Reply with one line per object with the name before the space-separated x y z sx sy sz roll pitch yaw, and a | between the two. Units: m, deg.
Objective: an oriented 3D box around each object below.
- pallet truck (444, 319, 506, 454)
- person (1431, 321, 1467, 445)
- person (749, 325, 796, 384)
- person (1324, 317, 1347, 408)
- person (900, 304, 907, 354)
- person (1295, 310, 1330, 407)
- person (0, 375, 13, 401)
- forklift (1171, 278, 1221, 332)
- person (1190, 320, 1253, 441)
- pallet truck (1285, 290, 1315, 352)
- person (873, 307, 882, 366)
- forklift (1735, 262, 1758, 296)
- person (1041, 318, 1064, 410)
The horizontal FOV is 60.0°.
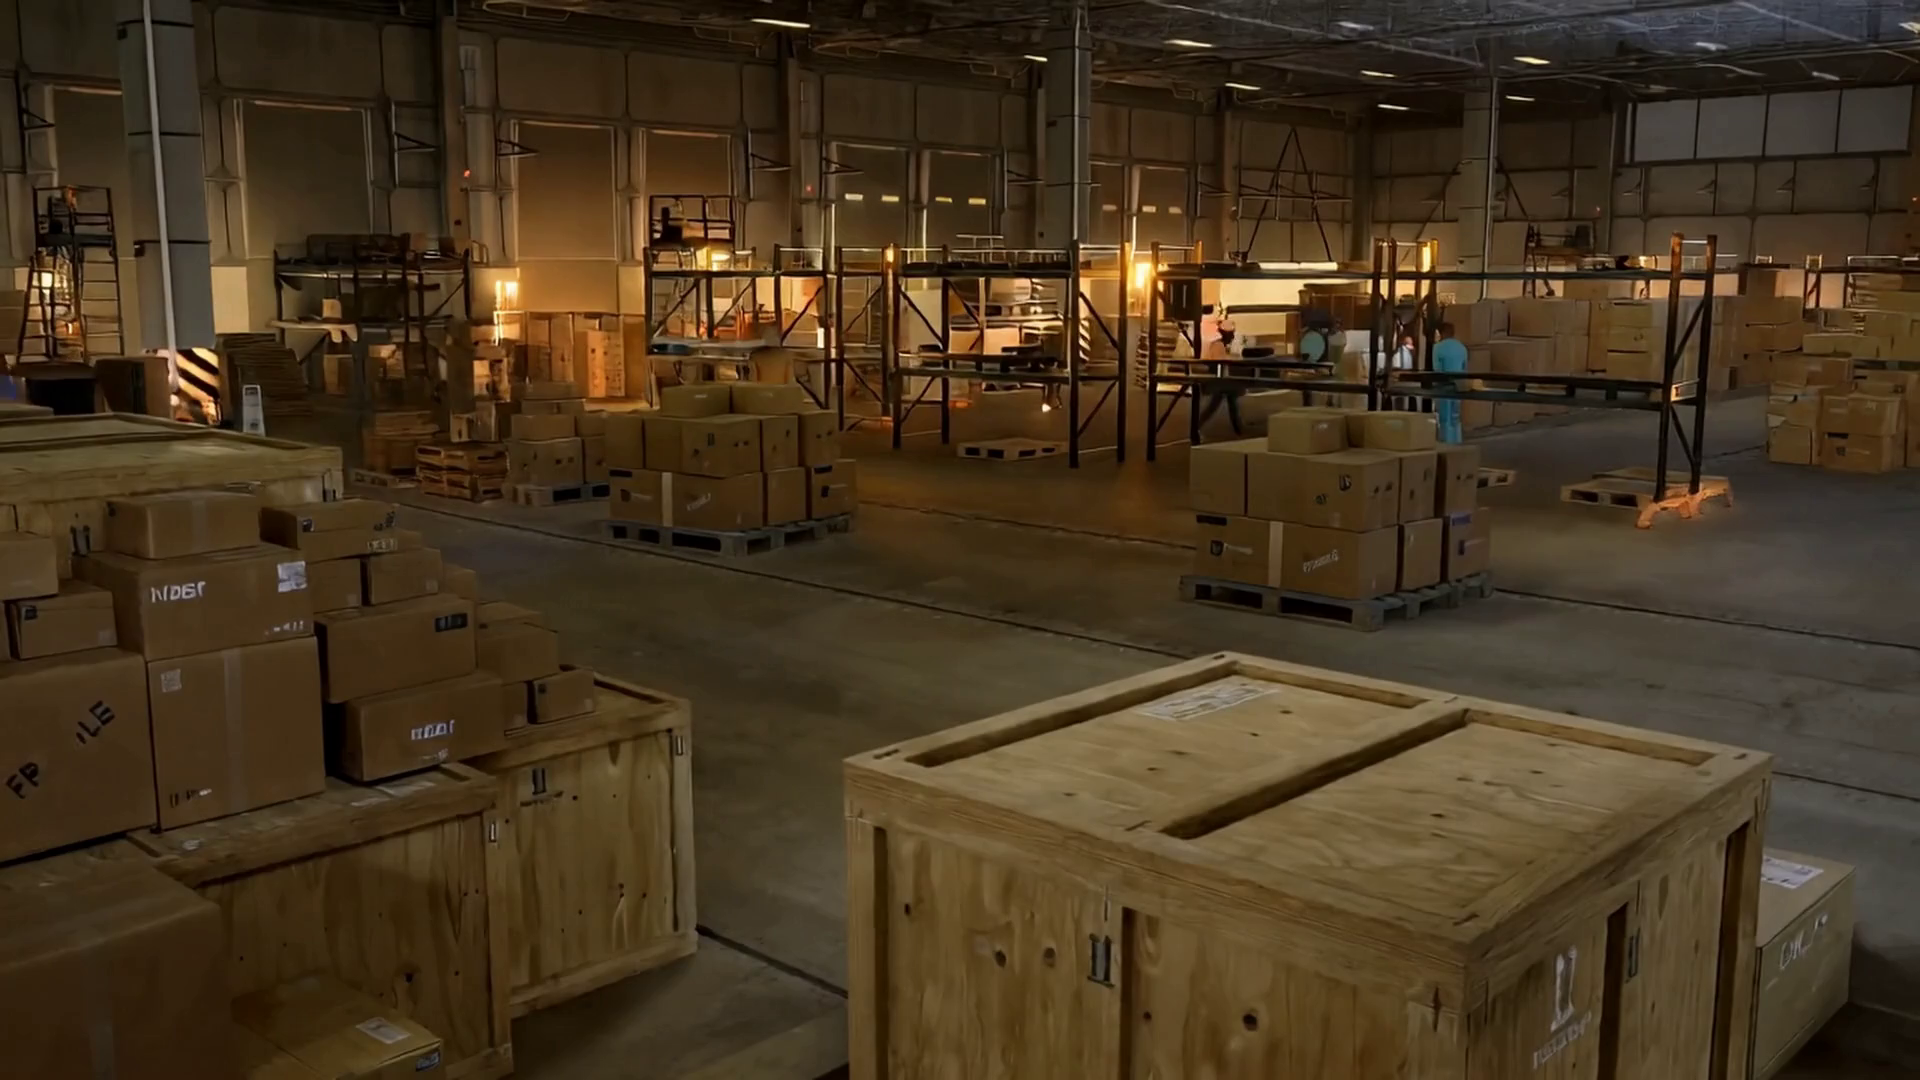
pallet truck | -6.981 -1.942 22.150 1.885 1.965 0.823 1 9 9
person | 6.775 -2.074 23.189 0.624 1.931 0.378 -5 11 -29
person | -2.500 -1.889 22.067 0.642 1.919 0.568 2 10 14
person | 5.732 -2.445 25.462 0.368 1.932 0.623 5 10 26
person | -1.282 -5.042 41.405 0.483 1.911 0.568 -7 12 -37
person | 5.752 -2.719 26.786 0.735 2.000 0.689 7 12 38
person | -10.009 -1.090 17.399 0.601 1.855 0.521 0 9 0
forklift | 6.378 -6.423 46.927 1.873 2.768 1.129 9 13 43
person | 4.038 -2.459 25.685 0.964 1.886 0.598 1 9 5
pallet truck | 11.297 -6.951 52.861 1.885 1.965 0.823 -5 11 -29
person | -2.170 -5.388 44.413 0.314 1.632 0.521 -1 9 -7
forklift | 20.861 -5.987 44.255 1.873 2.768 1.129 7 12 36
person | 1.758 -3.320 31.410 0.487 1.736 0.320 -4 10 -25
